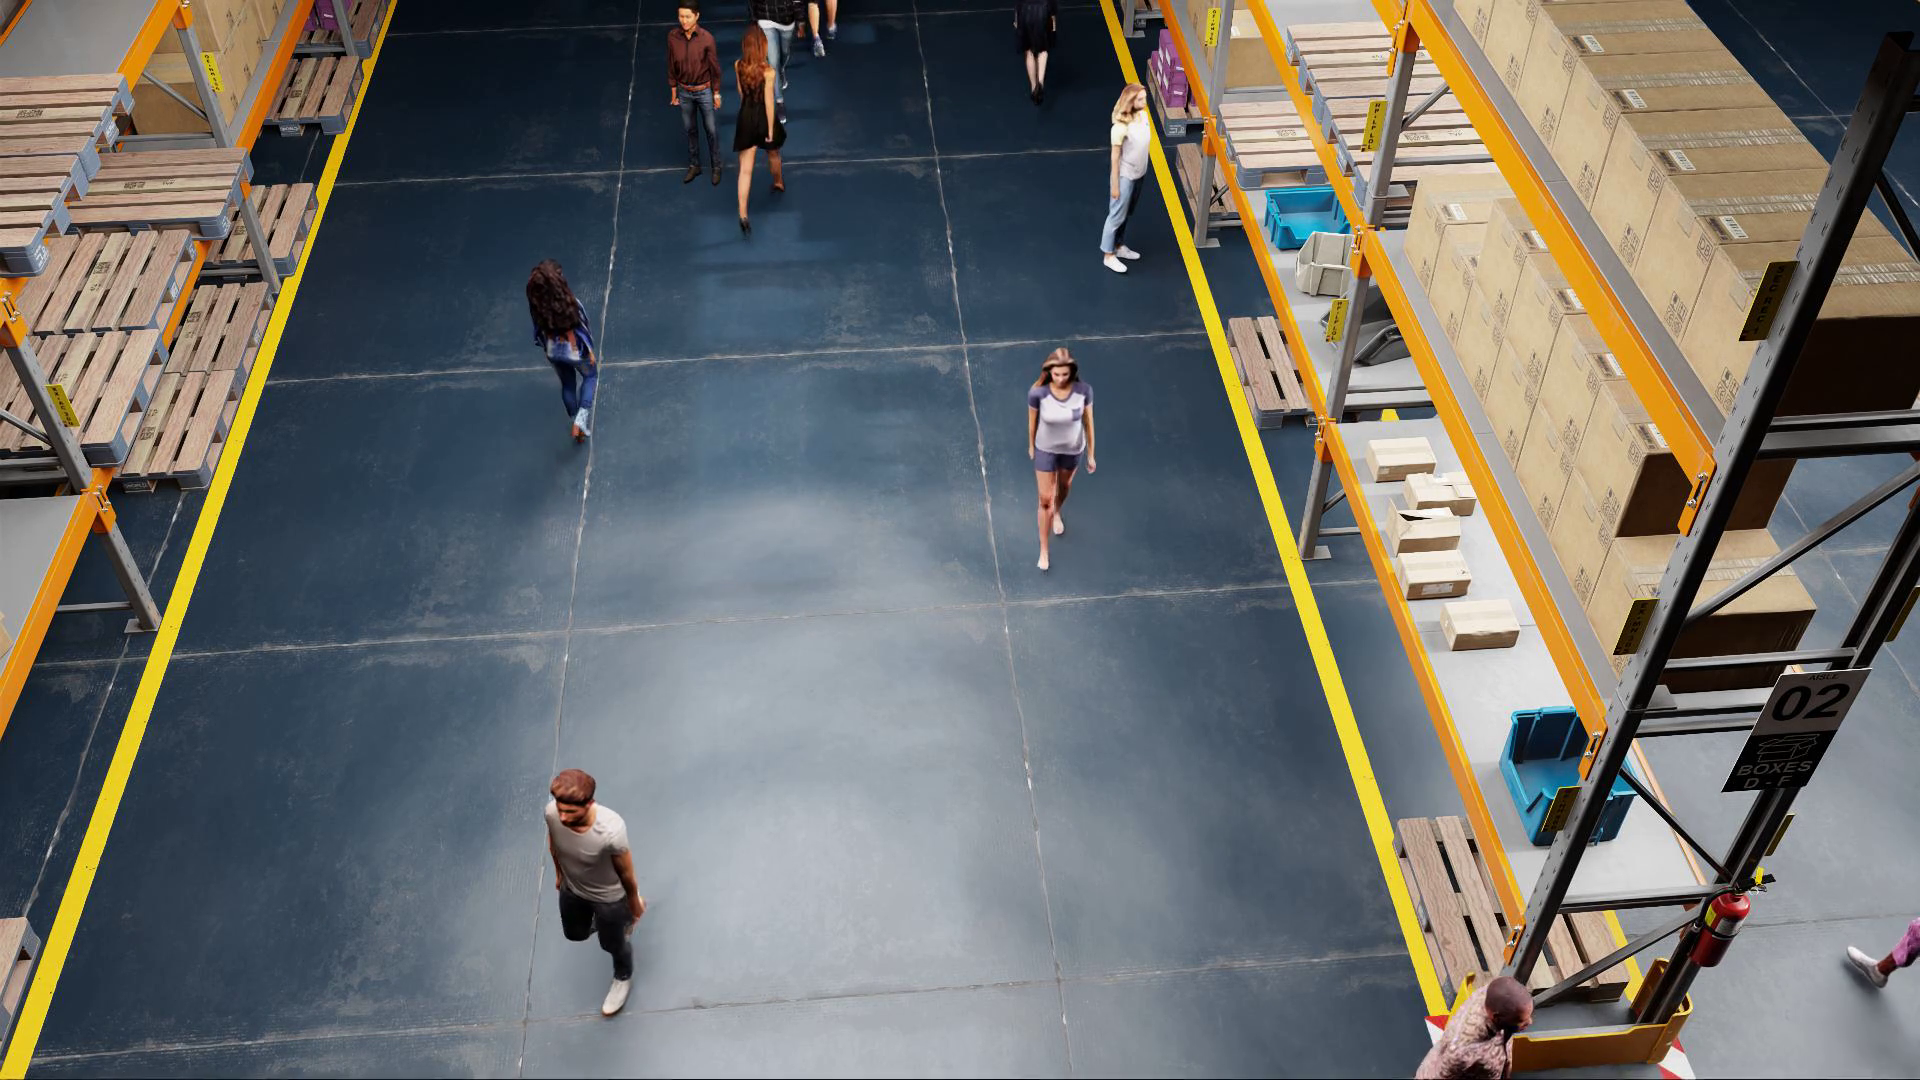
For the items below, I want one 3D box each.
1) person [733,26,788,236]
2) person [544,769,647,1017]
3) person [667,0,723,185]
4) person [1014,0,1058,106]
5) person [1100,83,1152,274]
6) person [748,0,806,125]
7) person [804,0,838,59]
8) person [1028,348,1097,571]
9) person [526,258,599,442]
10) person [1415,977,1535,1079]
[{"bbox_3d":[-1.807,-3.513,14.494,0.941,1.776,1.244,14,45,14],"label":"person"},{"bbox_3d":[-1.890,1.773,8.869,0.896,1.881,0.991,18,46,18],"label":"person"},{"bbox_3d":[-2.392,-4.079,15.084,0.694,1.782,0.618,7,44,7],"label":"person"},{"bbox_3d":[0.719,-4.960,16.042,0.636,1.736,0.808,1,44,2],"label":"person"},{"bbox_3d":[1.408,-3.086,14.084,0.768,1.723,0.679,24,49,23],"label":"person"},{"bbox_3d":[-1.785,-5.078,16.137,0.794,1.777,1.261,-9,44,-9],"label":"person"},{"bbox_3d":[-1.427,-5.823,16.872,0.635,1.841,1.167,-2,44,-2],"label":"person"},{"bbox_3d":[0.688,-0.692,11.585,0.614,1.705,0.861,-4,44,-4],"label":"person"},{"bbox_3d":[-2.931,-1.354,12.351,0.695,1.607,0.709,7,44,7],"label":"person"},{"bbox_3d":[2.308,2.596,8.094,1.234,1.760,1.213,28,50,26],"label":"person"}]
